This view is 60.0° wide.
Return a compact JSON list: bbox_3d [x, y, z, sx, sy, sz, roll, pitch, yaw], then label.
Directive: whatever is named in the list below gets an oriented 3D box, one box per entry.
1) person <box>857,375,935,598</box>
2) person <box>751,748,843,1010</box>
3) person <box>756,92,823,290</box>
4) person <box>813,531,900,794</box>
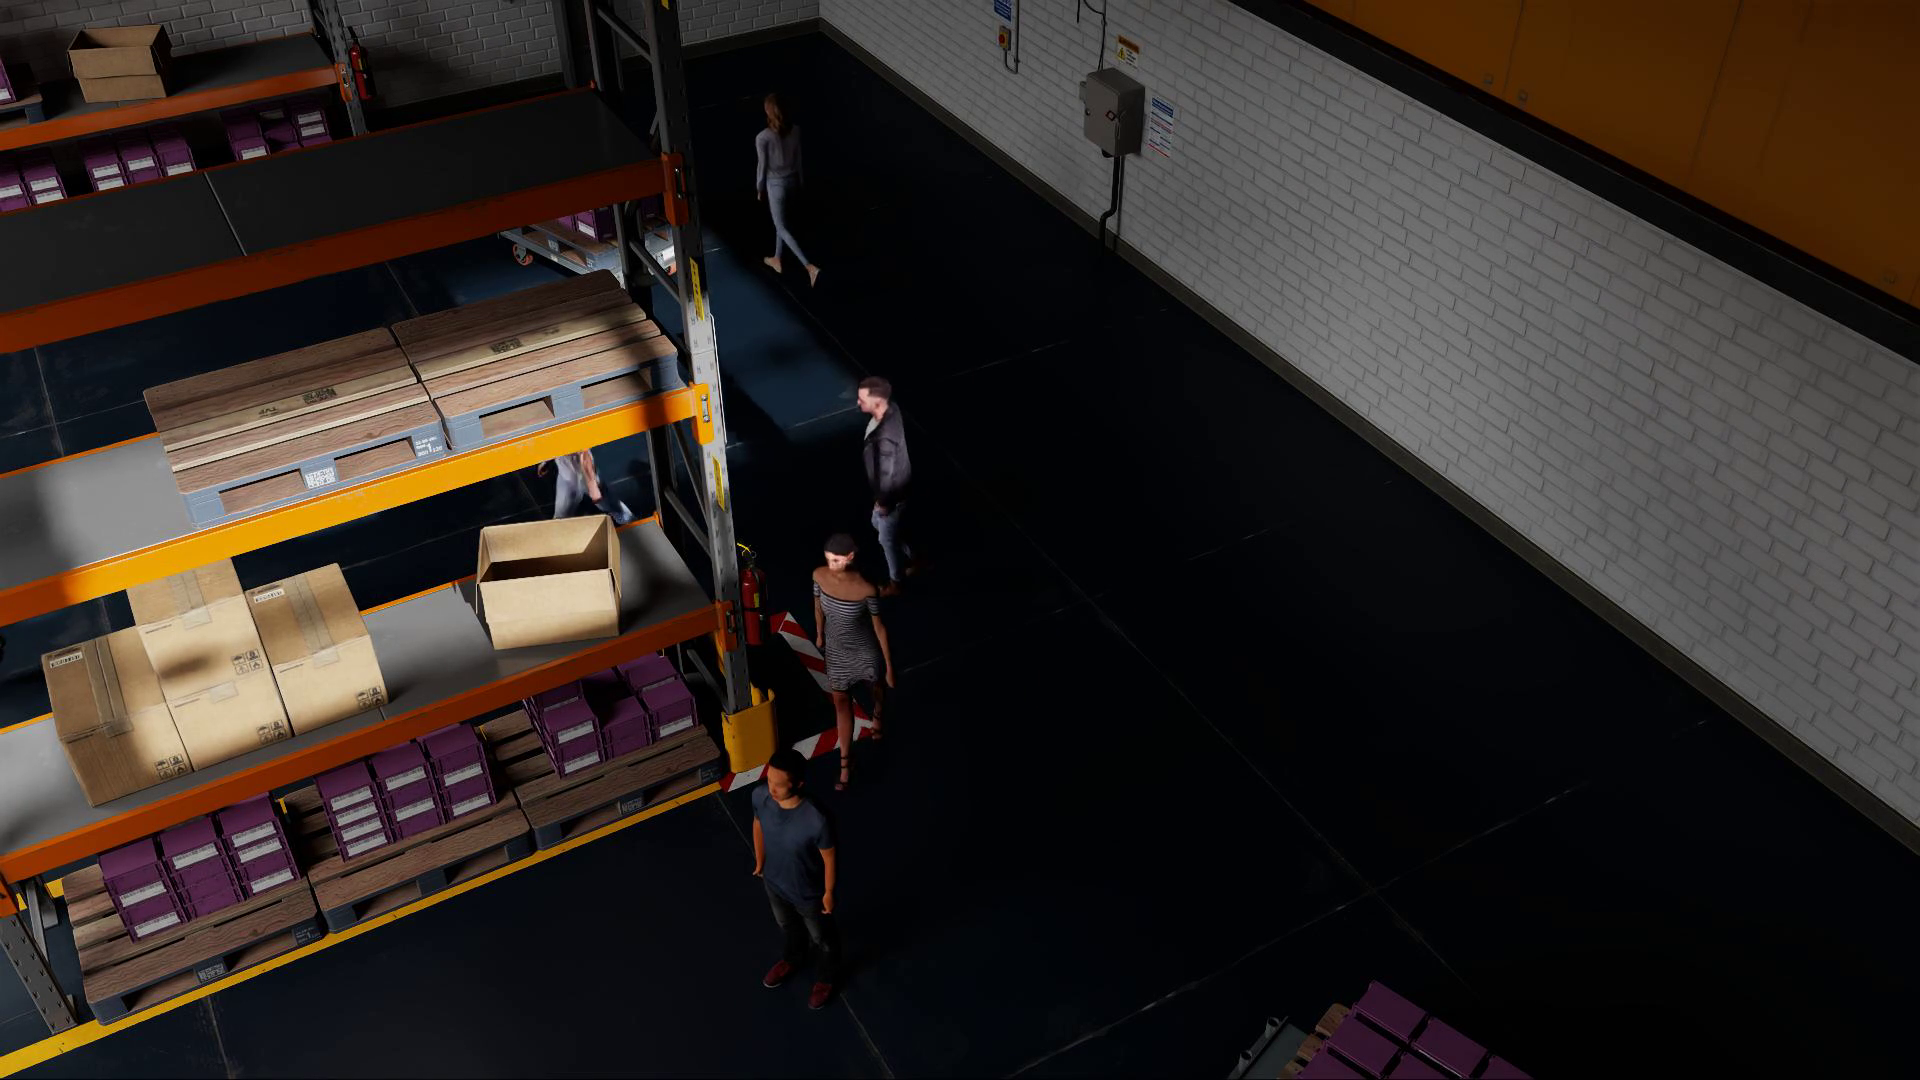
[{"bbox_3d":[-0.375,-0.335,11.146,0.873,1.818,0.824,1,39,1],"label":"person"},{"bbox_3d":[-0.823,1.728,8.571,0.734,1.809,0.713,21,43,24],"label":"person"},{"bbox_3d":[-1.501,-3.027,14.557,1.094,1.768,0.784,-26,46,-29],"label":"person"},{"bbox_3d":[-0.605,0.605,9.993,1.058,1.789,1.130,10,40,12],"label":"person"}]
